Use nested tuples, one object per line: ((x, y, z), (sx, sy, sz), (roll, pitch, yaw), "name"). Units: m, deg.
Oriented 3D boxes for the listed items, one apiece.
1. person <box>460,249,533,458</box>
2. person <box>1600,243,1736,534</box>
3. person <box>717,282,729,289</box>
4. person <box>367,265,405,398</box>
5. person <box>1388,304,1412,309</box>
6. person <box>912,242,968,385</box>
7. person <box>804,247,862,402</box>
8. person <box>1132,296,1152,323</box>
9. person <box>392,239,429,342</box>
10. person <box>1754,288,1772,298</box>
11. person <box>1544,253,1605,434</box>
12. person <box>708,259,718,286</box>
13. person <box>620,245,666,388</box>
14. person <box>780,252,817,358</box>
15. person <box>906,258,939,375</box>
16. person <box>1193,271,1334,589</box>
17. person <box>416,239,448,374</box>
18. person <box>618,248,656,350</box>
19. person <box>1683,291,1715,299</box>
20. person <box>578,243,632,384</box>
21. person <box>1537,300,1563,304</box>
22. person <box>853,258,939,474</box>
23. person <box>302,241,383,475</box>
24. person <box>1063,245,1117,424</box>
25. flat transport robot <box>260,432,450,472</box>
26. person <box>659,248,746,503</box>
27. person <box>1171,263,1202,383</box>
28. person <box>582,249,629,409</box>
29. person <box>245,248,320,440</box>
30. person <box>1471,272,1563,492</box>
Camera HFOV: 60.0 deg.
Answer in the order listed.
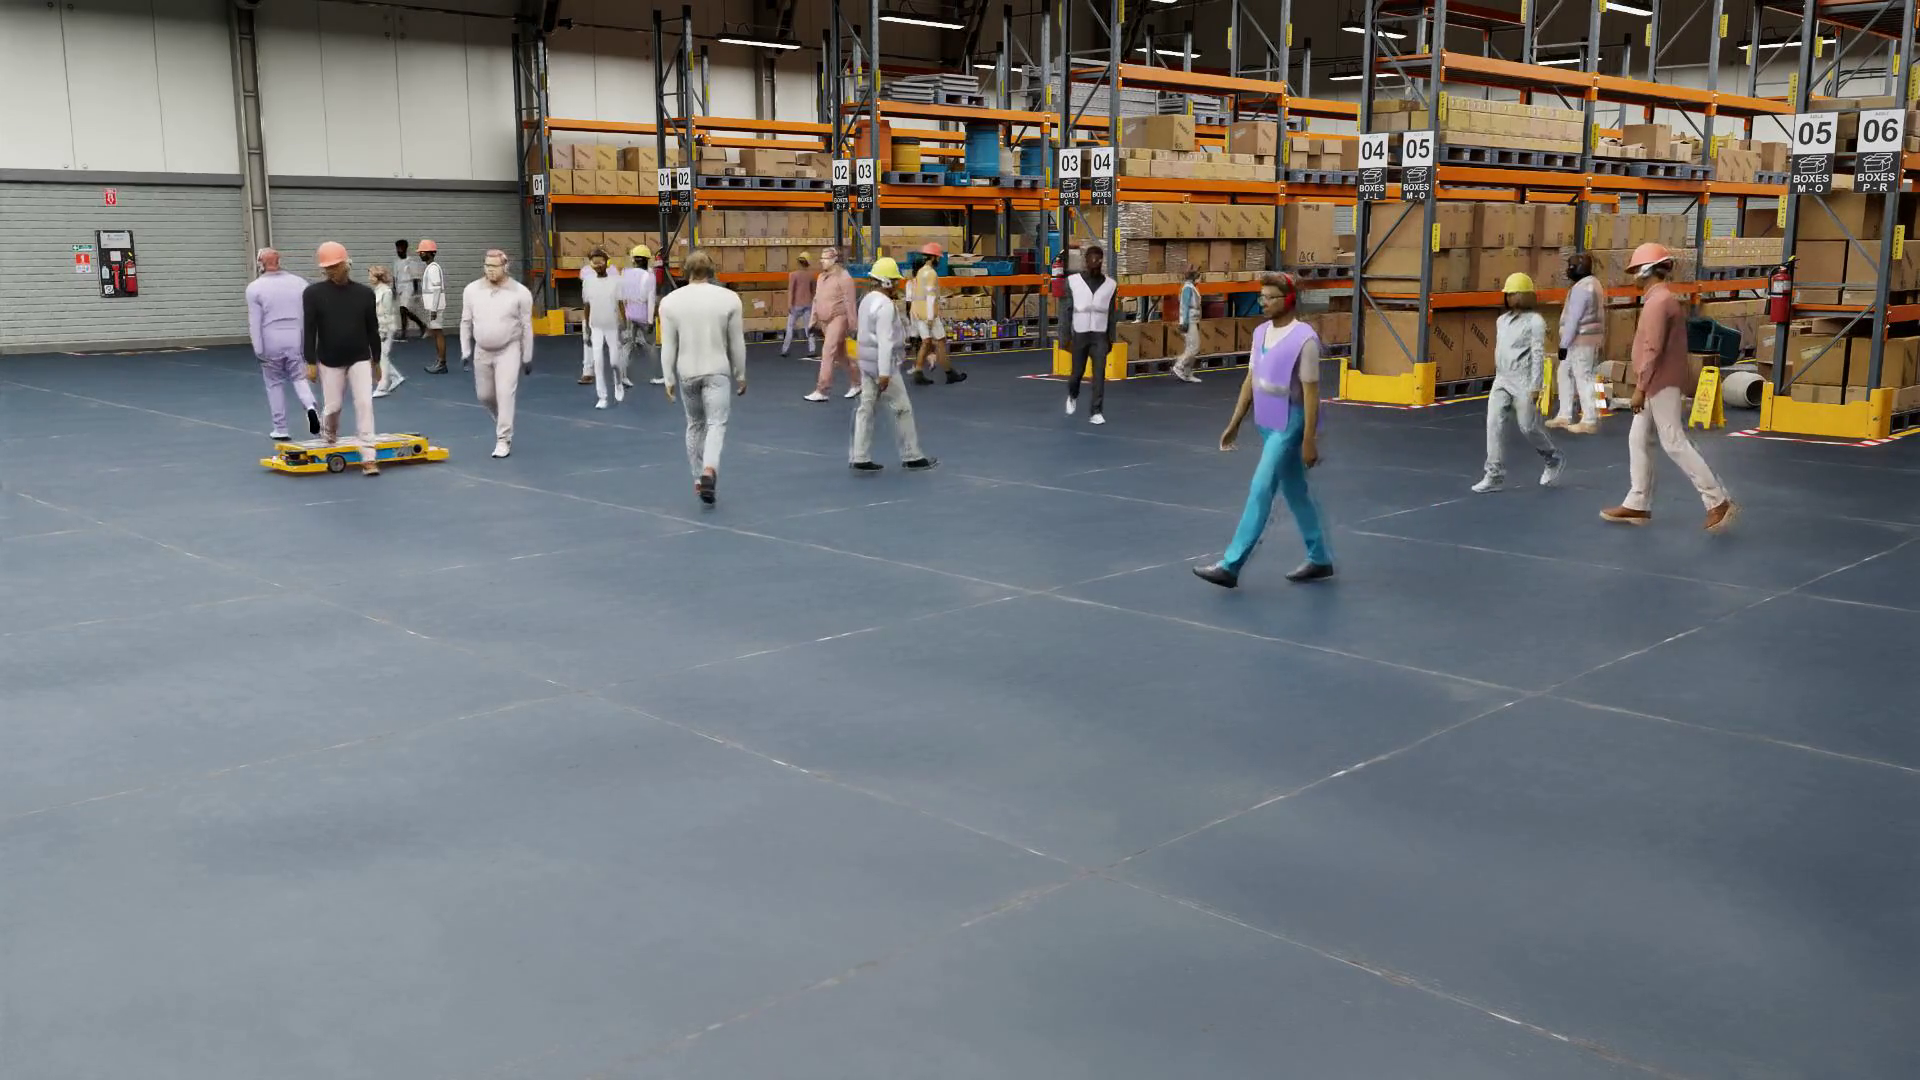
((-4.243, -1.733, 15.343), (0.653, 1.881, 0.806), (1, 10, 4), "person")
((4.927, -1.049, 11.410), (0.833, 1.959, 0.628), (4, 11, 21), "person")
((-4.717, -4.888, 32.679), (0.549, 1.832, 0.887), (9, 14, 41), "person")
((-7.203, -2.599, 20.719), (0.484, 1.632, 0.524), (-9, 13, -39), "person")
((6.090, -3.114, 22.954), (0.346, 1.841, 0.506), (-2, 11, -12), "person")
((-0.287, -3.024, 22.307), (0.795, 1.895, 0.588), (-4, 11, -23), "person")
((-1.512, -2.650, 20.386), (0.982, 1.864, 0.643), (-7, 13, -34), "person")
((4.133, -5.804, 37.382), (0.382, 1.928, 0.587), (-10, 14, -43), "person")
((-10.500, -4.755, 31.648), (0.611, 1.938, 0.842), (8, 13, 39), "person")
((17.461, -5.620, 36.088), (0.605, 2.037, 0.394), (0, 10, -2), "person")
((6.254, -2.011, 17.000), (0.703, 1.813, 0.654), (6, 12, 31), "person")
((-4.555, -4.234, 29.657), (0.597, 1.608, 0.378), (3, 11, 16), "person")
((-4.291, -2.980, 22.150), (0.579, 1.882, 0.963), (4, 11, 22), "person")
((-2.625, -3.876, 27.482), (0.559, 1.718, 0.644), (-7, 13, -34), "person")
((-0.528, -3.178, 23.758), (0.637, 1.677, 0.532), (10, 14, 43), "person")
((1.778, -0.625, 9.497), (0.962, 1.792, 0.596), (-3, 11, -16), "person")
((-7.720, -3.416, 24.332), (0.377, 1.938, 0.547), (-4, 11, -19), "person")
((-5.702, -4.250, 29.308), (0.593, 1.776, 0.951), (-7, 13, -35), "person")
((13.737, -4.624, 30.923), (0.632, 1.940, 0.372), (9, 14, 40), "person")
((-4.875, -3.106, 22.758), (0.635, 1.901, 0.865), (3, 11, 18), "person")
((9.663, -3.913, 27.456), (0.596, 1.779, 0.935), (8, 13, 36), "person")
((-0.554, -1.455, 13.988), (0.829, 1.797, 0.611), (-5, 11, -24), "person")
((-5.248, -1.545, 14.107), (0.636, 1.959, 0.851), (-6, 12, -29), "person")
((1.387, -2.227, 17.969), (0.602, 1.897, 0.698), (-2, 11, -9), "person")
((-5.311, -0.780, 14.627), (1.431, 0.197, 0.652), (-10, 14, -43), "flat transport robot")
((-1.954, -1.242, 12.580), (0.633, 1.911, 0.881), (0, 10, 0), "person")
((3.160, -2.953, 22.668), (0.360, 1.629, 0.519), (2, 11, 13), "person")
((-4.149, -2.489, 19.535), (0.530, 1.848, 0.721), (0, 10, 0), "person")
((-6.612, -1.908, 16.263), (0.654, 1.880, 0.629), (-9, 14, -41), "person")
((4.439, -1.248, 13.124), (0.774, 1.719, 0.492), (-6, 12, -28), "person")
